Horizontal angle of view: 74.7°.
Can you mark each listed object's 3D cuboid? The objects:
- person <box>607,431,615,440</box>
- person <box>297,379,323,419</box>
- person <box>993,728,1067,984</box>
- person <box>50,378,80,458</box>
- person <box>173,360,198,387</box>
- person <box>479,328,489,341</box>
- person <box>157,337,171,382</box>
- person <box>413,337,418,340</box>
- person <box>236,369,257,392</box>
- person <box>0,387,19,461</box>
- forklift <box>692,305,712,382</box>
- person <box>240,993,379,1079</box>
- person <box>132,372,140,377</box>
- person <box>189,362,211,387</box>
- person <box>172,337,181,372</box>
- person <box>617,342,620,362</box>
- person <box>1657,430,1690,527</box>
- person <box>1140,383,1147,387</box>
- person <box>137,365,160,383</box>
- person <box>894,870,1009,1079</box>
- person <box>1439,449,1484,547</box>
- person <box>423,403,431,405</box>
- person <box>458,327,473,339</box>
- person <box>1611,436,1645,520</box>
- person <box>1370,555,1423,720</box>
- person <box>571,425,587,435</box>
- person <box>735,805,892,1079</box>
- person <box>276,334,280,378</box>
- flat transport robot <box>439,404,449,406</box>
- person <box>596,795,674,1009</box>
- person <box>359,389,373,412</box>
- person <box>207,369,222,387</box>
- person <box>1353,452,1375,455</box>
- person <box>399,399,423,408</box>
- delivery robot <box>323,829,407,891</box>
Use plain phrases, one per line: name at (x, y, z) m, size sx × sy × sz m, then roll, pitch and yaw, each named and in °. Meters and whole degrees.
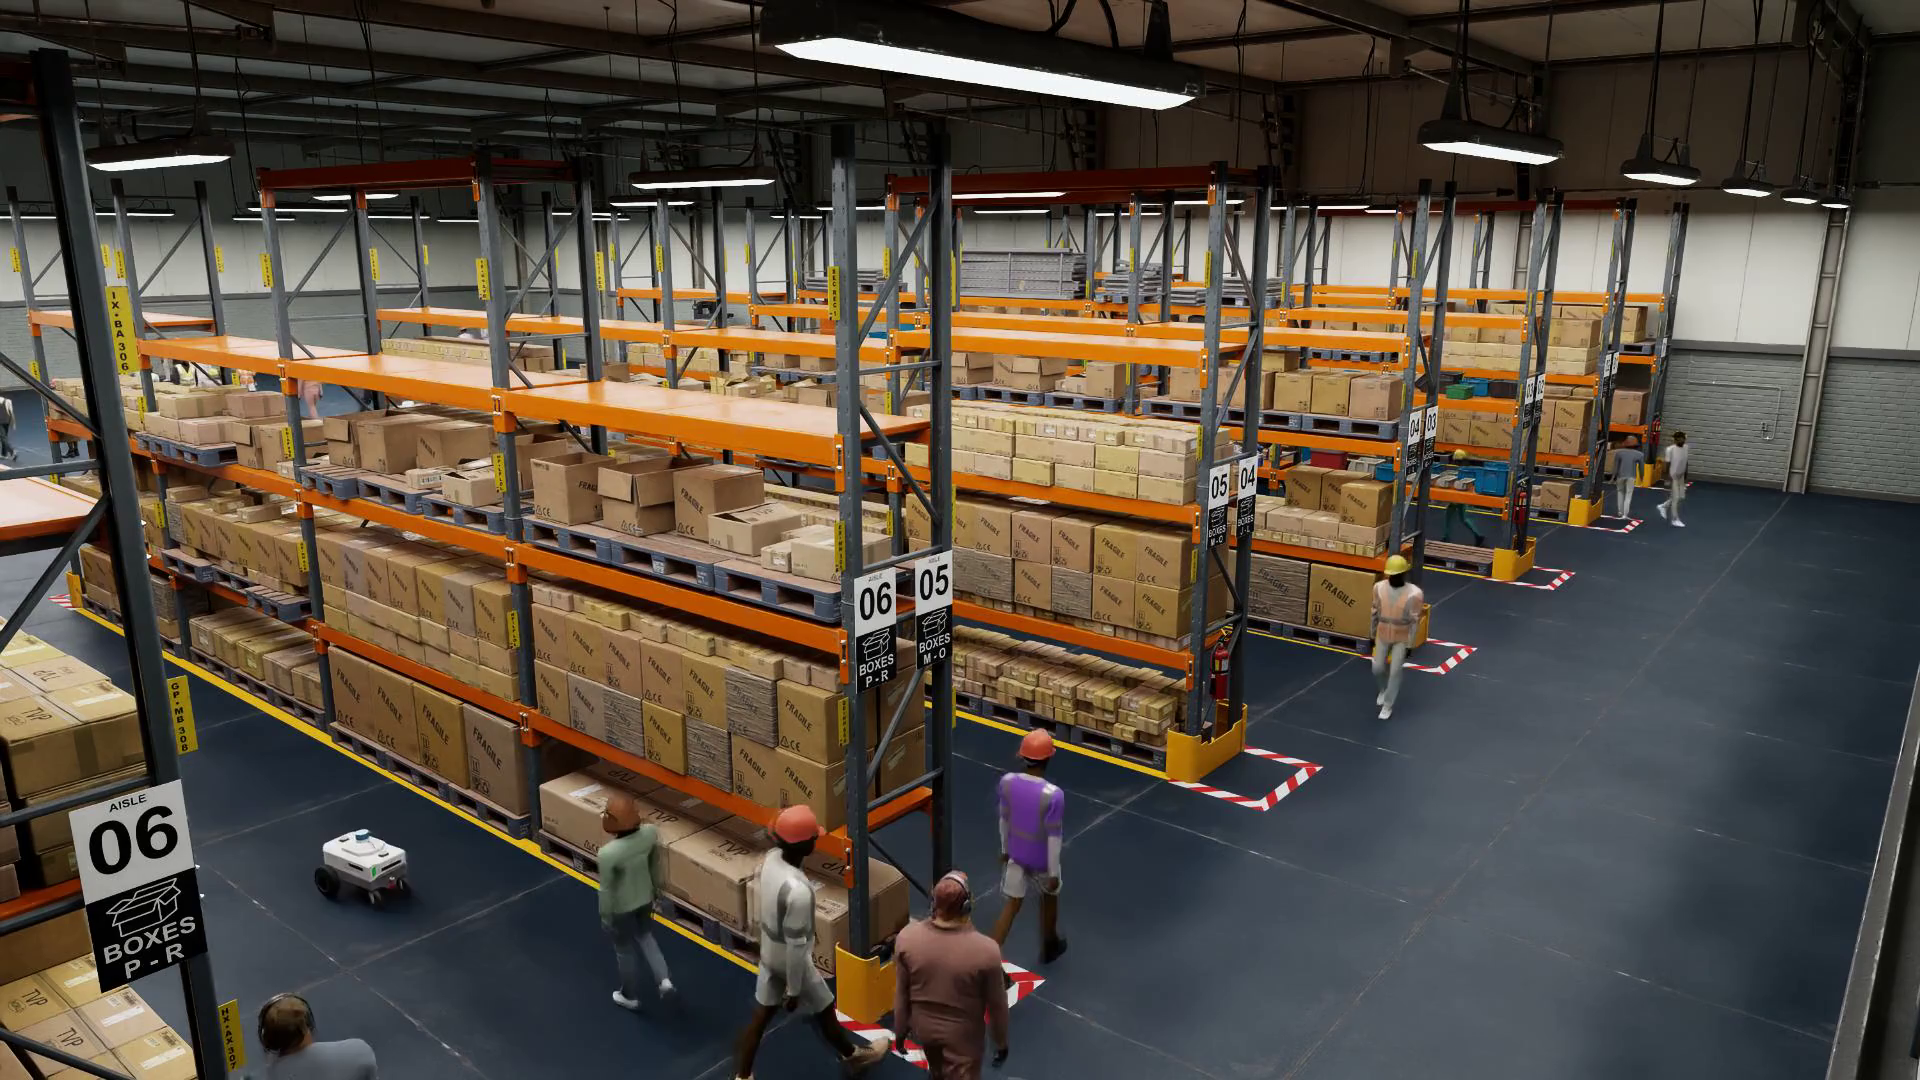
person at (-7.214, -1.615, 25.440) m, size 0.541 × 1.841 × 0.387 m, roll -11°, pitch 18°, yaw -39°
person at (-18.538, -4.144, 35.754) m, size 0.851 × 1.873 × 0.675 m, roll 6°, pitch 15°, yaw 23°
person at (0.487, 2.304, 9.196) m, size 0.553 × 1.907 × 0.932 m, roll 10°, pitch 17°, yaw 34°
person at (-22.003, -2.997, 30.918) m, size 0.364 × 1.939 × 0.542 m, roll -2°, pitch 14°, yaw -8°
person at (-23.442, -4.693, 38.162) m, size 0.629 × 1.815 × 0.817 m, roll -13°, pitch 19°, yaw -43°
person at (-19.867, -8.274, 52.725) m, size 0.567 × 1.878 × 0.930 m, roll 4°, pitch 14°, yaw 18°
person at (-29.659, -6.731, 46.895) m, size 0.313 × 1.642 × 0.513 m, roll -6°, pitch 15°, yaw -23°
person at (-19.068, -6.212, 44.347) m, size 0.522 × 1.847 × 0.818 m, roll -6°, pitch 15°, yaw -24°
person at (-22.113, -4.831, 39.012) m, size 0.548 × 1.662 × 0.749 m, roll -6°, pitch 15°, yaw -25°
person at (-23.116, -2.812, 30.436) m, size 0.879 × 1.814 × 0.525 m, roll 7°, pitch 15°, yaw 27°
forklift at (-9.511, -7.392, 47.124) m, size 1.873 × 2.768 × 1.129 m, roll 11°, pitch 17°, yaw 38°
person at (-3.085, 3.052, 6.076) m, size 0.662 × 1.918 × 0.431 m, roll -8°, pitch 16°, yaw -29°
person at (-26.971, -5.538, 41.356) m, size 0.409 × 1.942 × 0.615 m, roll 2°, pitch 14°, yaw 8°
person at (-23.827, -5.074, 39.531) m, size 0.639 × 1.908 × 0.409 m, roll -11°, pitch 18°, yaw -38°
person at (-26.284, -5.842, 42.509) m, size 0.392 × 1.991 × 0.612 m, roll 6°, pitch 15°, yaw 24°
person at (-11.860, -6.181, 44.155) m, size 0.863 × 1.871 × 0.648 m, roll 7°, pitch 16°, yaw 28°
person at (13.439, -1.187, 23.689) m, size 0.552 × 1.832 × 0.562 m, roll -4°, pitch 14°, yaw -16°
person at (4.615, -3.331, 32.192) m, size 0.388 × 1.987 × 0.608 m, roll 2°, pitch 14°, yaw 9°
person at (-22.726, -4.036, 35.424) m, size 0.619 × 1.836 × 0.431 m, roll 2°, pitch 14°, yaw 7°
person at (-0.066, 2.814, 7.189) m, size 0.676 × 1.871 × 0.926 m, roll 5°, pitch 15°, yaw 20°
person at (8.750, -0.710, 21.934) m, size 0.532 × 1.744 × 0.776 m, roll -13°, pitch 19°, yaw -43°
person at (-13.945, -3.451, 32.886) m, size 0.631 × 1.892 × 1.116 m, roll 1°, pitch 14°, yaw 3°
person at (-18.949, -7.266, 48.387) m, size 1.056 × 1.997 × 0.617 m, roll 13°, pitch 19°, yaw 42°
person at (12.819, -1.202, 24.174) m, size 0.535 × 1.614 × 0.614 m, roll 10°, pitch 17°, yaw 36°
person at (4.898, 1.082, 14.217) m, size 0.583 × 1.906 × 0.487 m, roll 11°, pitch 17°, yaw 37°
person at (-7.978, -1.897, 26.439) m, size 0.393 × 1.918 × 0.591 m, roll -3°, pitch 14°, yaw -12°
person at (-0.986, 2.575, 7.891) m, size 1.090 × 1.977 × 0.617 m, roll -8°, pitch 16°, yaw -31°
person at (-25.890, -7.068, 48.046) m, size 0.518 × 1.757 × 0.339 m, roll 13°, pitch 19°, yaw 42°
flat transport robot at (-16.646, -4.223, 39.525) m, size 0.652 × 0.197 × 1.431 m, roll 0°, pitch 14°, yaw 2°
person at (-2.282, 2.541, 8.781) m, size 0.438 × 1.621 × 0.514 m, roll 11°, pitch 18°, yaw 38°
person at (-17.053, -4.383, 36.494) m, size 1.044 × 2.000 × 0.675 m, roll -1°, pitch 14°, yaw -3°
person at (-20.787, -3.924, 35.207) m, size 0.485 × 1.719 × 0.807 m, roll 2°, pitch 14°, yaw 6°
person at (9.313, -2.426, 28.924) m, size 0.873 × 1.784 × 0.623 m, roll 2°, pitch 14°, yaw 7°
person at (-12.836, -2.636, 29.640) m, size 0.596 × 1.834 × 0.954 m, roll -2°, pitch 14°, yaw -8°
delivery robot at (-4.948, 2.649, 10.471) m, size 0.707 × 0.478 × 0.477 m, roll 8°, pitch 16°, yaw 29°
